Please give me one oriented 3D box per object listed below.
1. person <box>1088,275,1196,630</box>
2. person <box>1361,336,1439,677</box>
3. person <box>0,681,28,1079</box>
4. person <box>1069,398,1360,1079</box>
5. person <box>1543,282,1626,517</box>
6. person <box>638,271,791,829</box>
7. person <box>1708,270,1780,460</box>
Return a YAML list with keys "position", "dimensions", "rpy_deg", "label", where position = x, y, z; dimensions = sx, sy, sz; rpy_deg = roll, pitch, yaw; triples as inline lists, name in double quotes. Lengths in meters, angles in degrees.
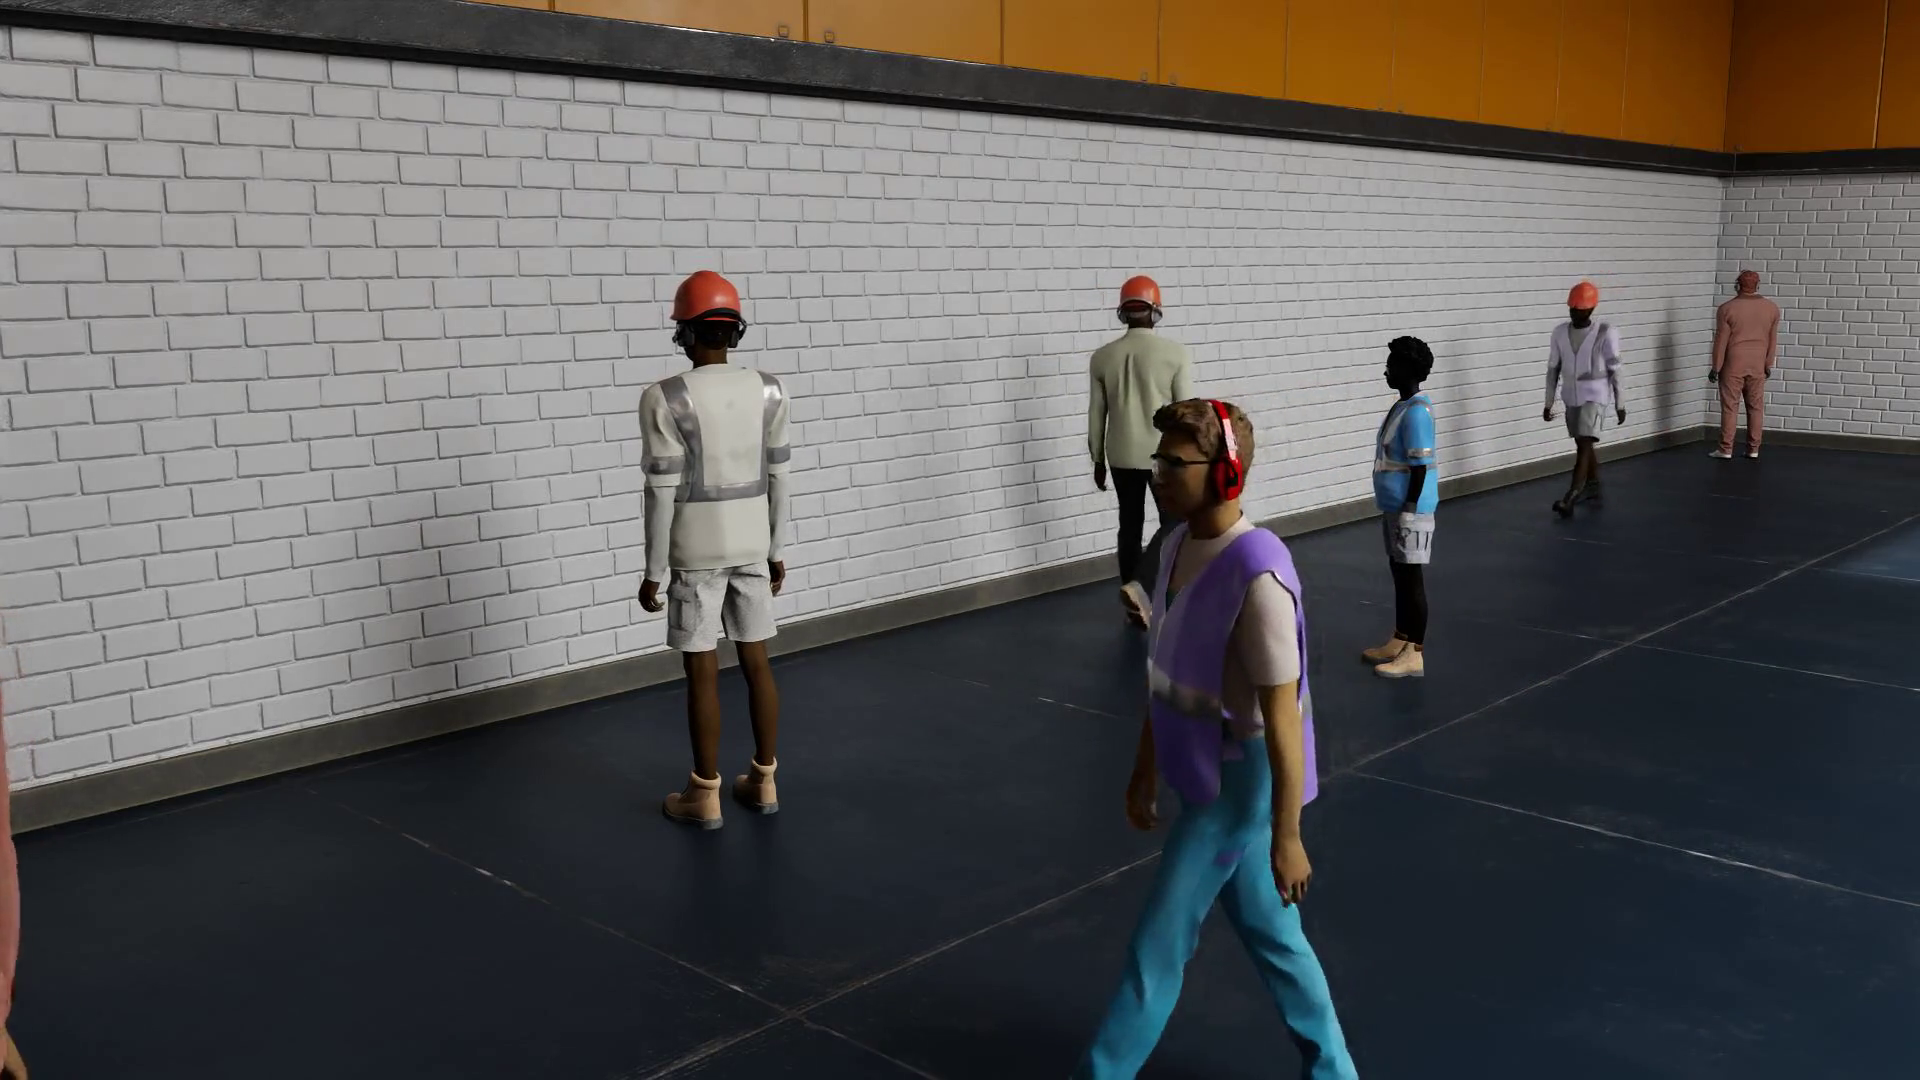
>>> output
- position: [1.007, -0.471, 9.233]
  dimensions: [0.659, 1.977, 0.712]
  rpy_deg: [6, 11, 29]
  label: "person"
- position: [2.215, -0.167, 8.311]
  dimensions: [0.317, 1.696, 0.538]
  rpy_deg: [1, 10, 5]
  label: "person"
- position: [-1.555, 0.745, 2.309]
  dimensions: [0.398, 1.990, 0.618]
  rpy_deg: [1, 10, 5]
  label: "person"
- position: [0.540, 0.572, 3.825]
  dimensions: [0.994, 1.790, 0.587]
  rpy_deg: [-2, 10, -9]
  label: "person"
- position: [4.994, -1.132, 13.382]
  dimensions: [1.072, 1.862, 0.609]
  rpy_deg: [-8, 13, -39]
  label: "person"
- position: [-0.909, 0.042, 6.133]
  dimensions: [0.605, 2.045, 0.377]
  rpy_deg: [-8, 13, -38]
  label: "person"
- position: [7.876, -1.759, 16.777]
  dimensions: [0.639, 1.910, 0.407]
  rpy_deg: [0, 10, -2]
  label: "person"
